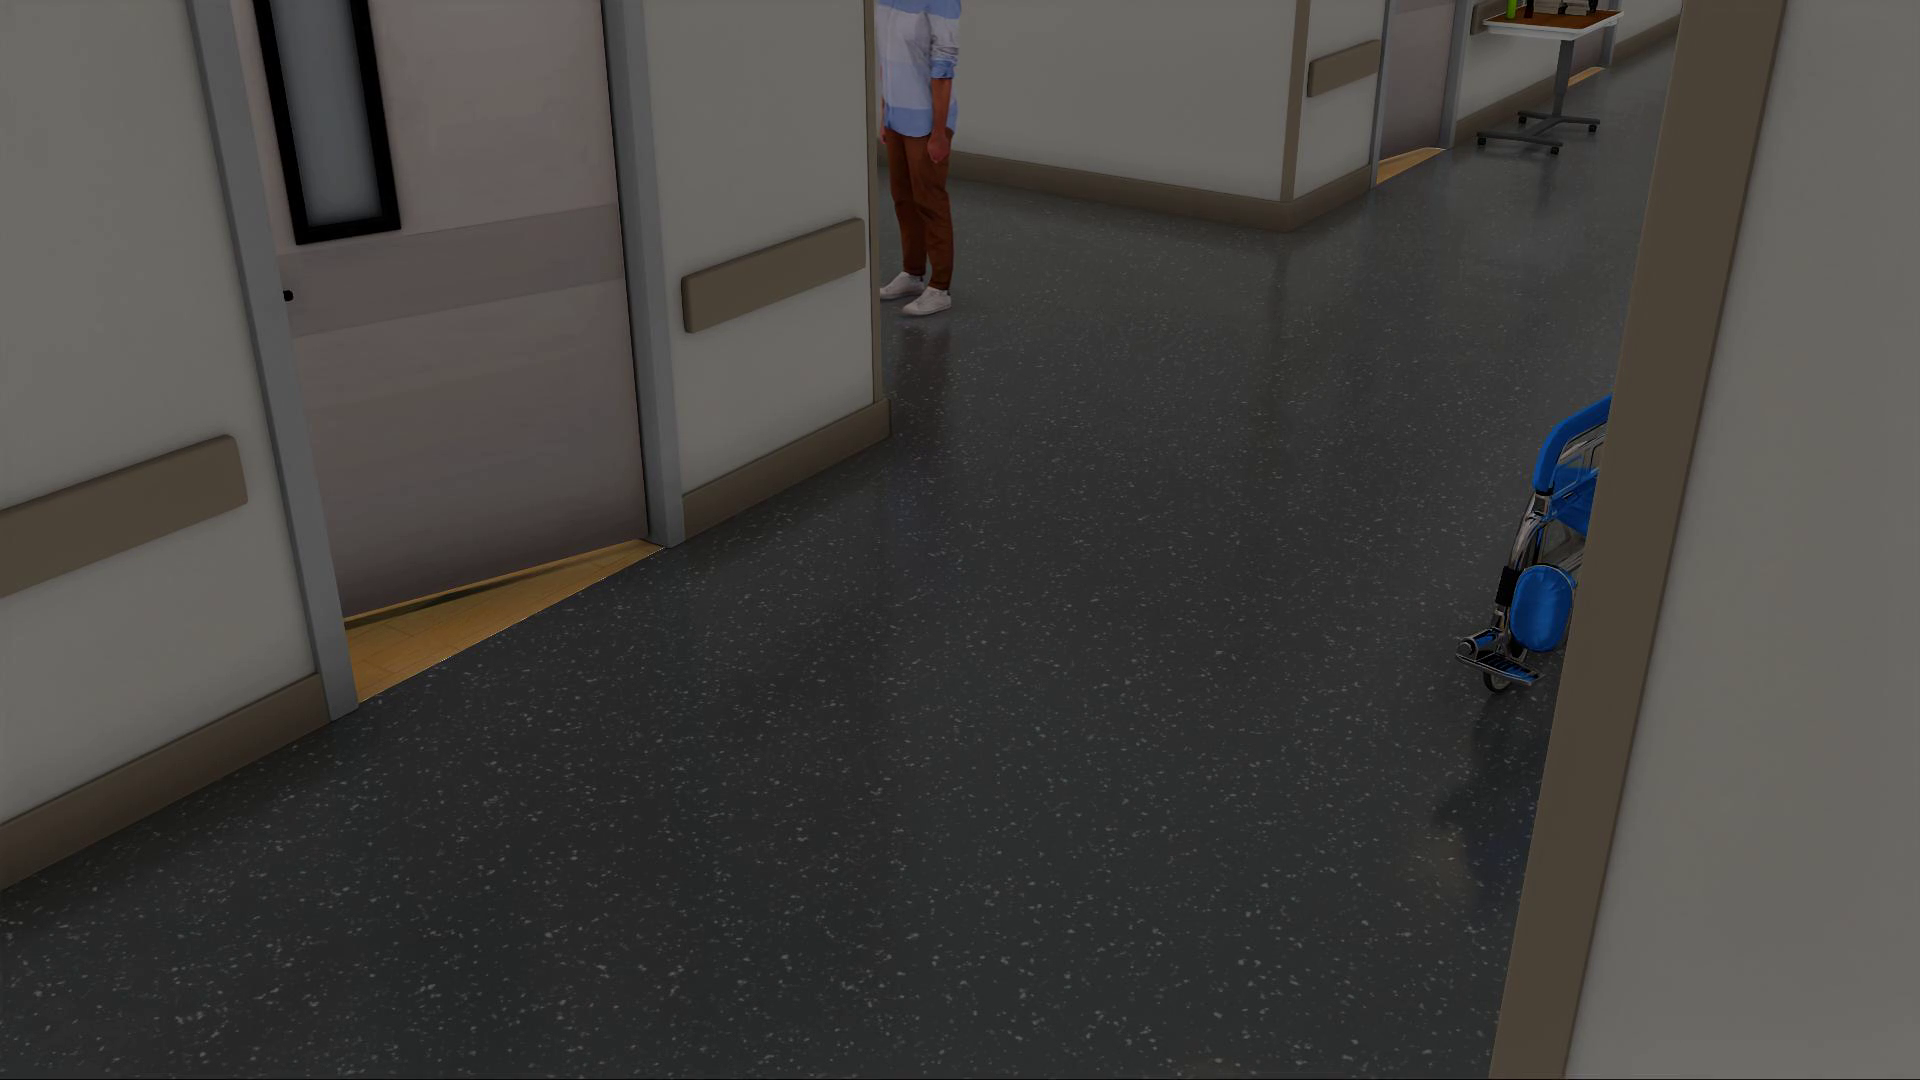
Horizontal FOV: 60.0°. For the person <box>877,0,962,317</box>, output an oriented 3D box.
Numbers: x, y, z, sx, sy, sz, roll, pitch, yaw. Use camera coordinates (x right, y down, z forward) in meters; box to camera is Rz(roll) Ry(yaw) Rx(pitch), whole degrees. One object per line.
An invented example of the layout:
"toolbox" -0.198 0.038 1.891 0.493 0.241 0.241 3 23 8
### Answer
"person" -0.193 -1.973 7.677 0.710 1.823 0.752 -17 30 -31
